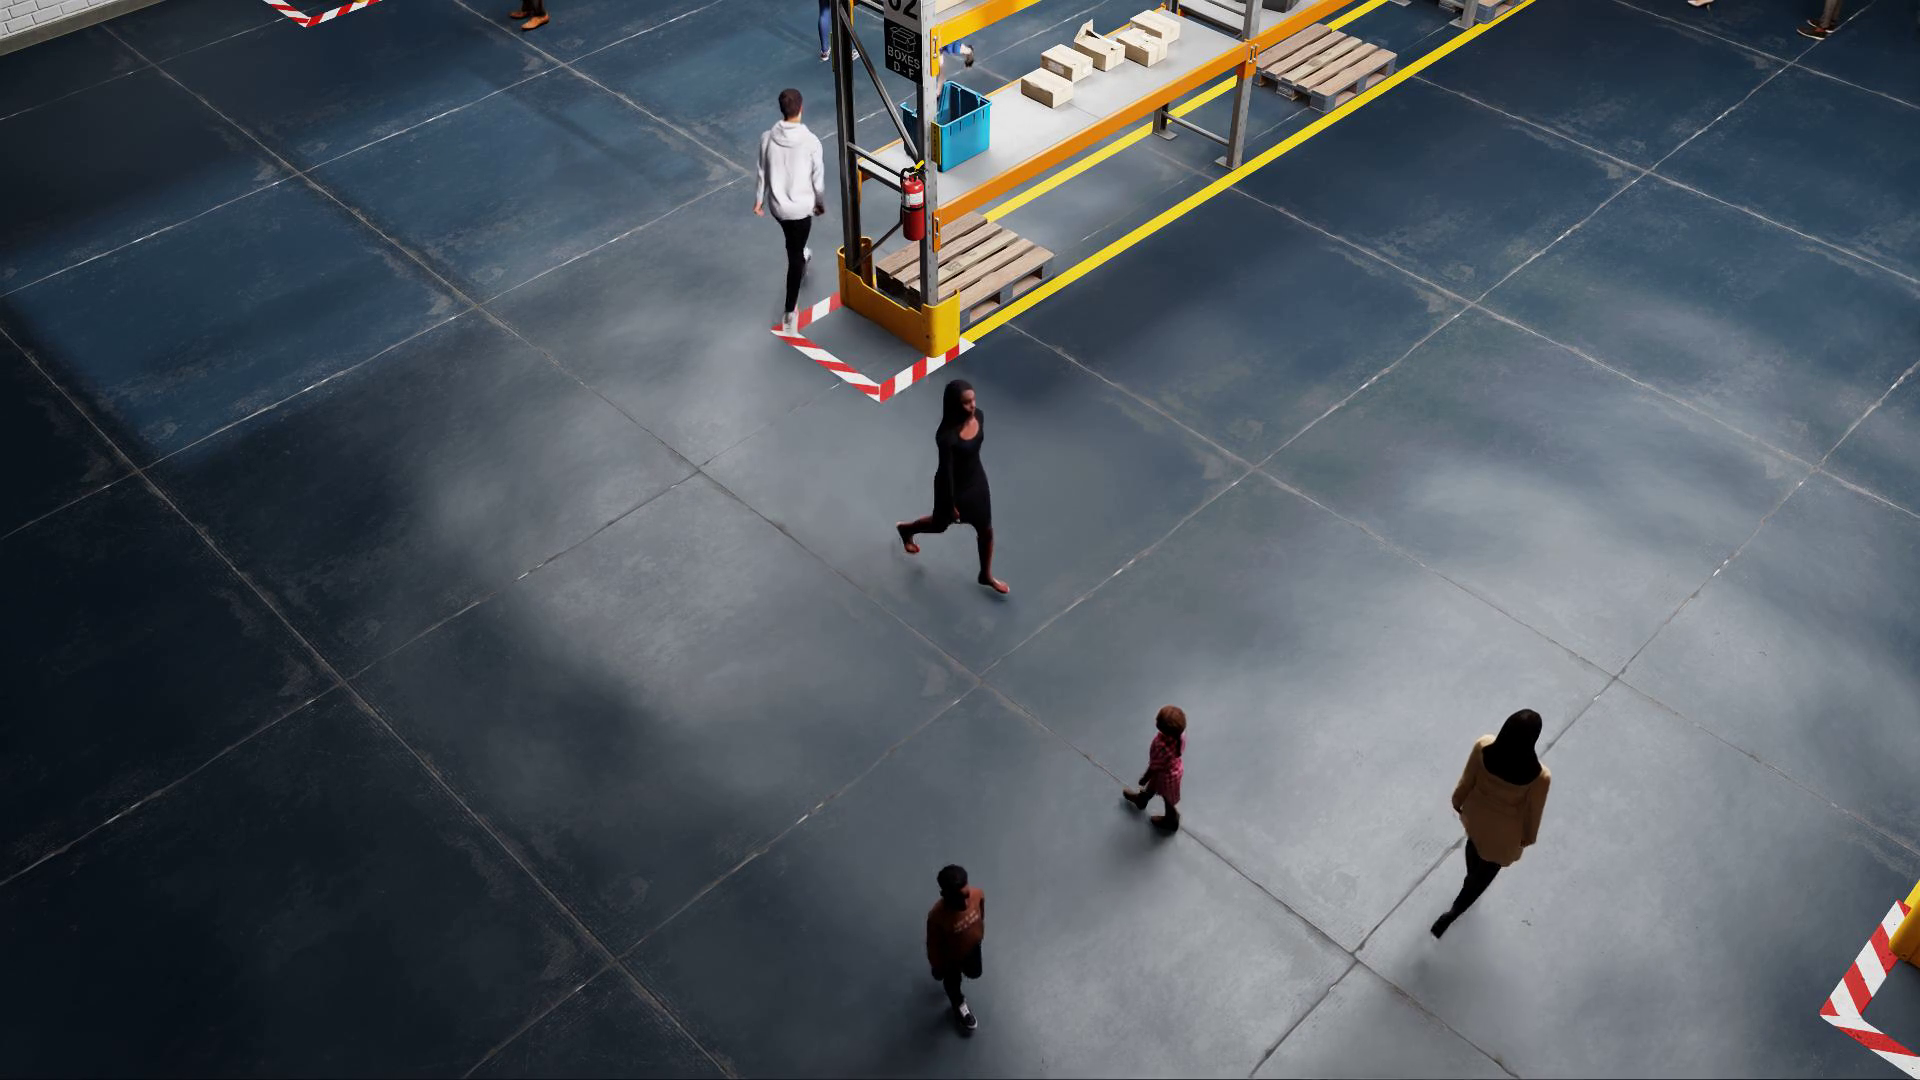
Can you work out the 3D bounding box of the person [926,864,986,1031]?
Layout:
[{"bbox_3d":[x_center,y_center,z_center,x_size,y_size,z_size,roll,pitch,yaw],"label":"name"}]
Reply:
[{"bbox_3d":[-0.047,2.122,8.887,0.670,1.246,0.670,-23,48,-22],"label":"person"}]

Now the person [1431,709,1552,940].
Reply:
[{"bbox_3d":[2.895,1.576,9.158,0.675,1.663,0.957,31,52,29],"label":"person"}]

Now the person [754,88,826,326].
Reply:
[{"bbox_3d":[-1.368,-2.594,13.467,1.209,1.757,1.393,5,44,6],"label":"person"}]

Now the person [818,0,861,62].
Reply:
[{"bbox_3d":[-1.269,-5.647,16.704,0.752,1.712,0.778,9,44,10],"label":"person"}]

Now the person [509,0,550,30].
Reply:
[{"bbox_3d":[-4.582,-6.262,17.208,0.669,1.907,0.734,-25,49,-24],"label":"person"}]

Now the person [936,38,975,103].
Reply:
[{"bbox_3d":[-0.100,-5.160,16.117,0.722,1.815,0.939,25,49,24],"label":"person"}]

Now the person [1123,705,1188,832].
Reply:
[{"bbox_3d":[1.260,1.377,9.841,0.585,1.008,0.609,20,47,19],"label":"person"}]

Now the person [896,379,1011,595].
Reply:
[{"bbox_3d":[-0.079,-0.373,11.188,0.748,1.684,1.105,30,51,28],"label":"person"}]
